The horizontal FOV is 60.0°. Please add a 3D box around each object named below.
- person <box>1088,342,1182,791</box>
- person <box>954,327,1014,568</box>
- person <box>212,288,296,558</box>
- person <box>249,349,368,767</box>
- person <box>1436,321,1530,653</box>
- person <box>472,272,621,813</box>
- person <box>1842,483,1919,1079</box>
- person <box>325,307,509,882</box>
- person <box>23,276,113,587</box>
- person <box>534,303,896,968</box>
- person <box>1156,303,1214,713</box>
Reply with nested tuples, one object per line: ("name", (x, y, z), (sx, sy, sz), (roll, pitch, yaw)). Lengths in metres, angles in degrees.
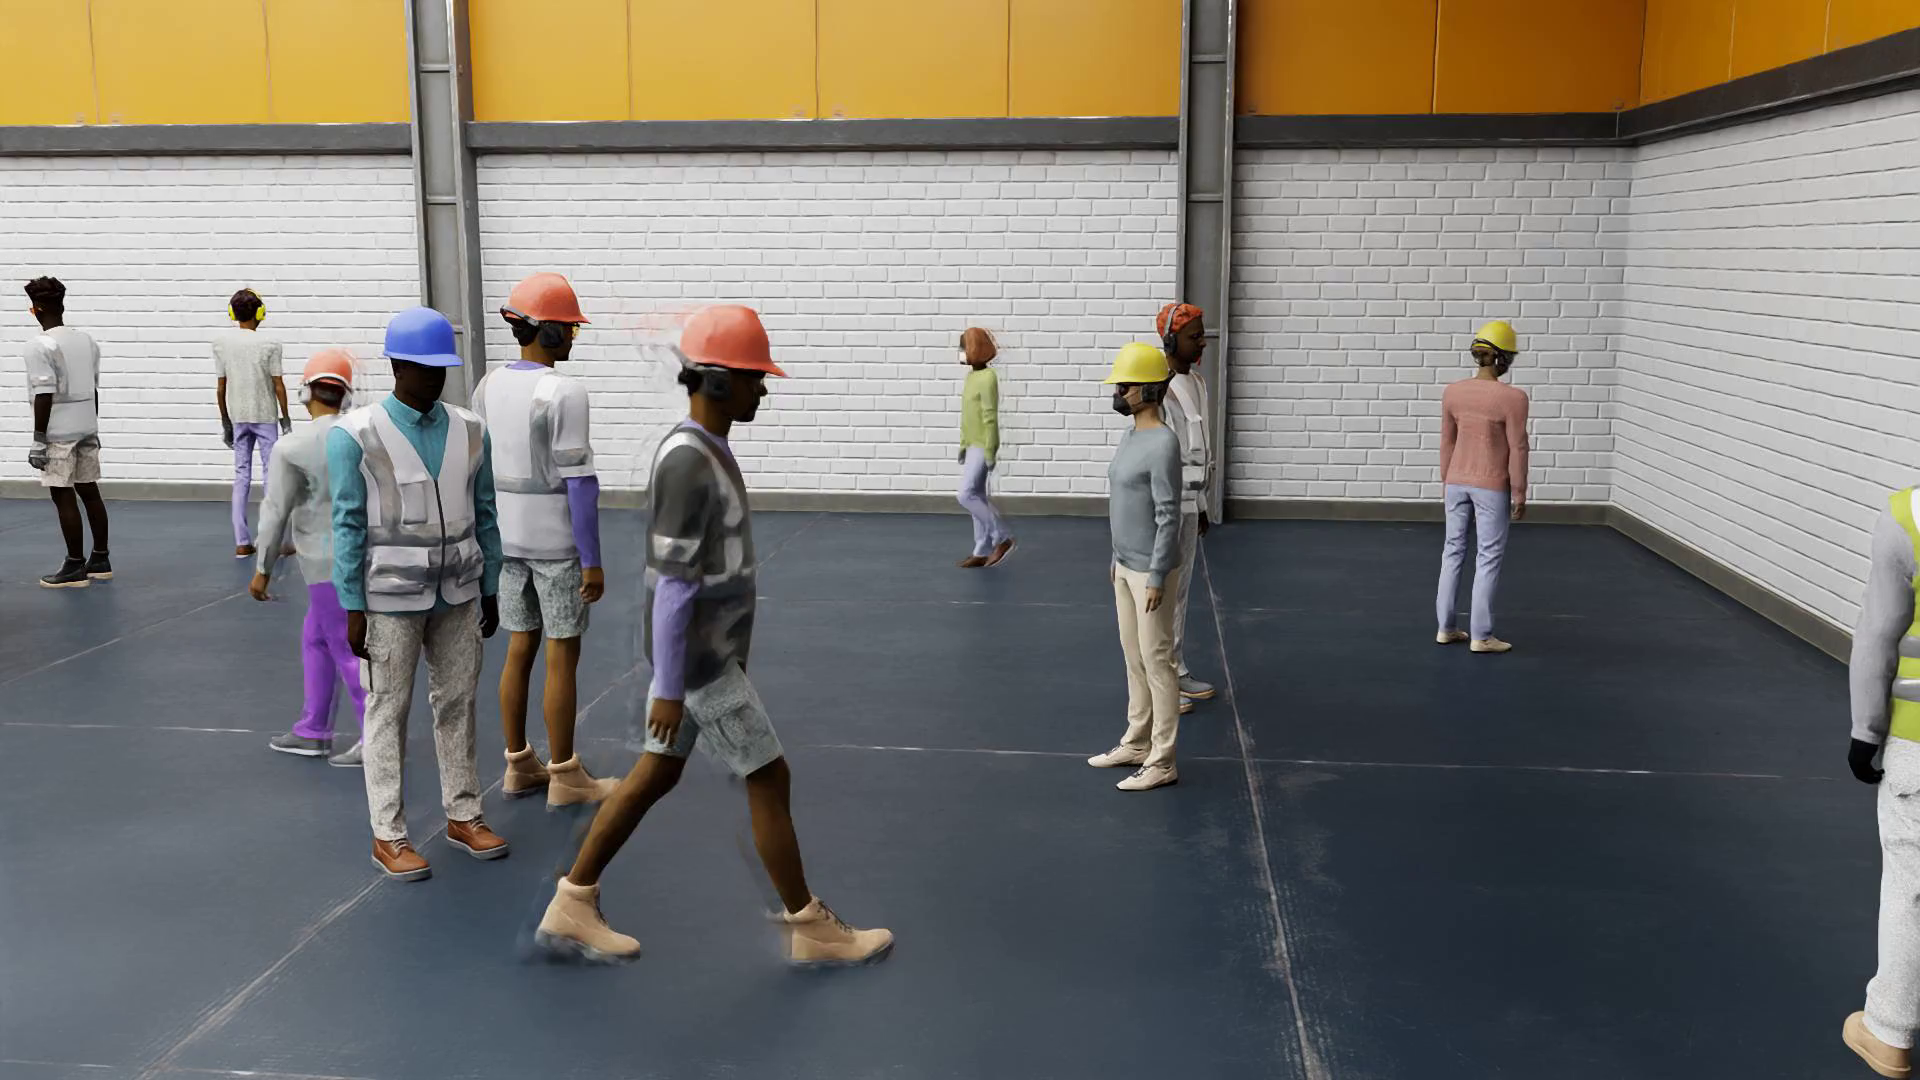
("person", (0.711, 0.105, 6.598), (0.315, 1.768, 0.526), (-2, 10, -14))
("person", (0.098, -0.597, 11.052), (0.337, 1.623, 0.501), (-2, 10, -12))
("person", (-4.867, -0.799, 11.506), (0.518, 1.861, 0.312), (1, 10, 4))
("person", (-2.627, 0.083, 6.864), (0.634, 1.713, 0.538), (2, 10, 12))
("person", (2.777, -0.275, 8.811), (0.342, 1.754, 0.530), (-8, 12, -37))
("person", (-1.568, 0.008, 6.361), (0.615, 2.041, 0.391), (8, 12, 37))
("person", (2.586, 0.487, 4.224), (0.626, 1.836, 0.430), (2, 10, 11))
("person", (-1.829, 0.181, 5.675), (0.415, 1.939, 0.605), (9, 14, 43))
("person", (-5.672, -0.682, 10.531), (0.361, 1.962, 0.612), (1, 10, 7))
("person", (-0.780, 0.305, 4.865), (1.067, 1.985, 0.612), (-1, 10, -8))
("person", (1.000, -0.152, 7.734), (0.352, 1.883, 0.580), (6, 11, 30))
